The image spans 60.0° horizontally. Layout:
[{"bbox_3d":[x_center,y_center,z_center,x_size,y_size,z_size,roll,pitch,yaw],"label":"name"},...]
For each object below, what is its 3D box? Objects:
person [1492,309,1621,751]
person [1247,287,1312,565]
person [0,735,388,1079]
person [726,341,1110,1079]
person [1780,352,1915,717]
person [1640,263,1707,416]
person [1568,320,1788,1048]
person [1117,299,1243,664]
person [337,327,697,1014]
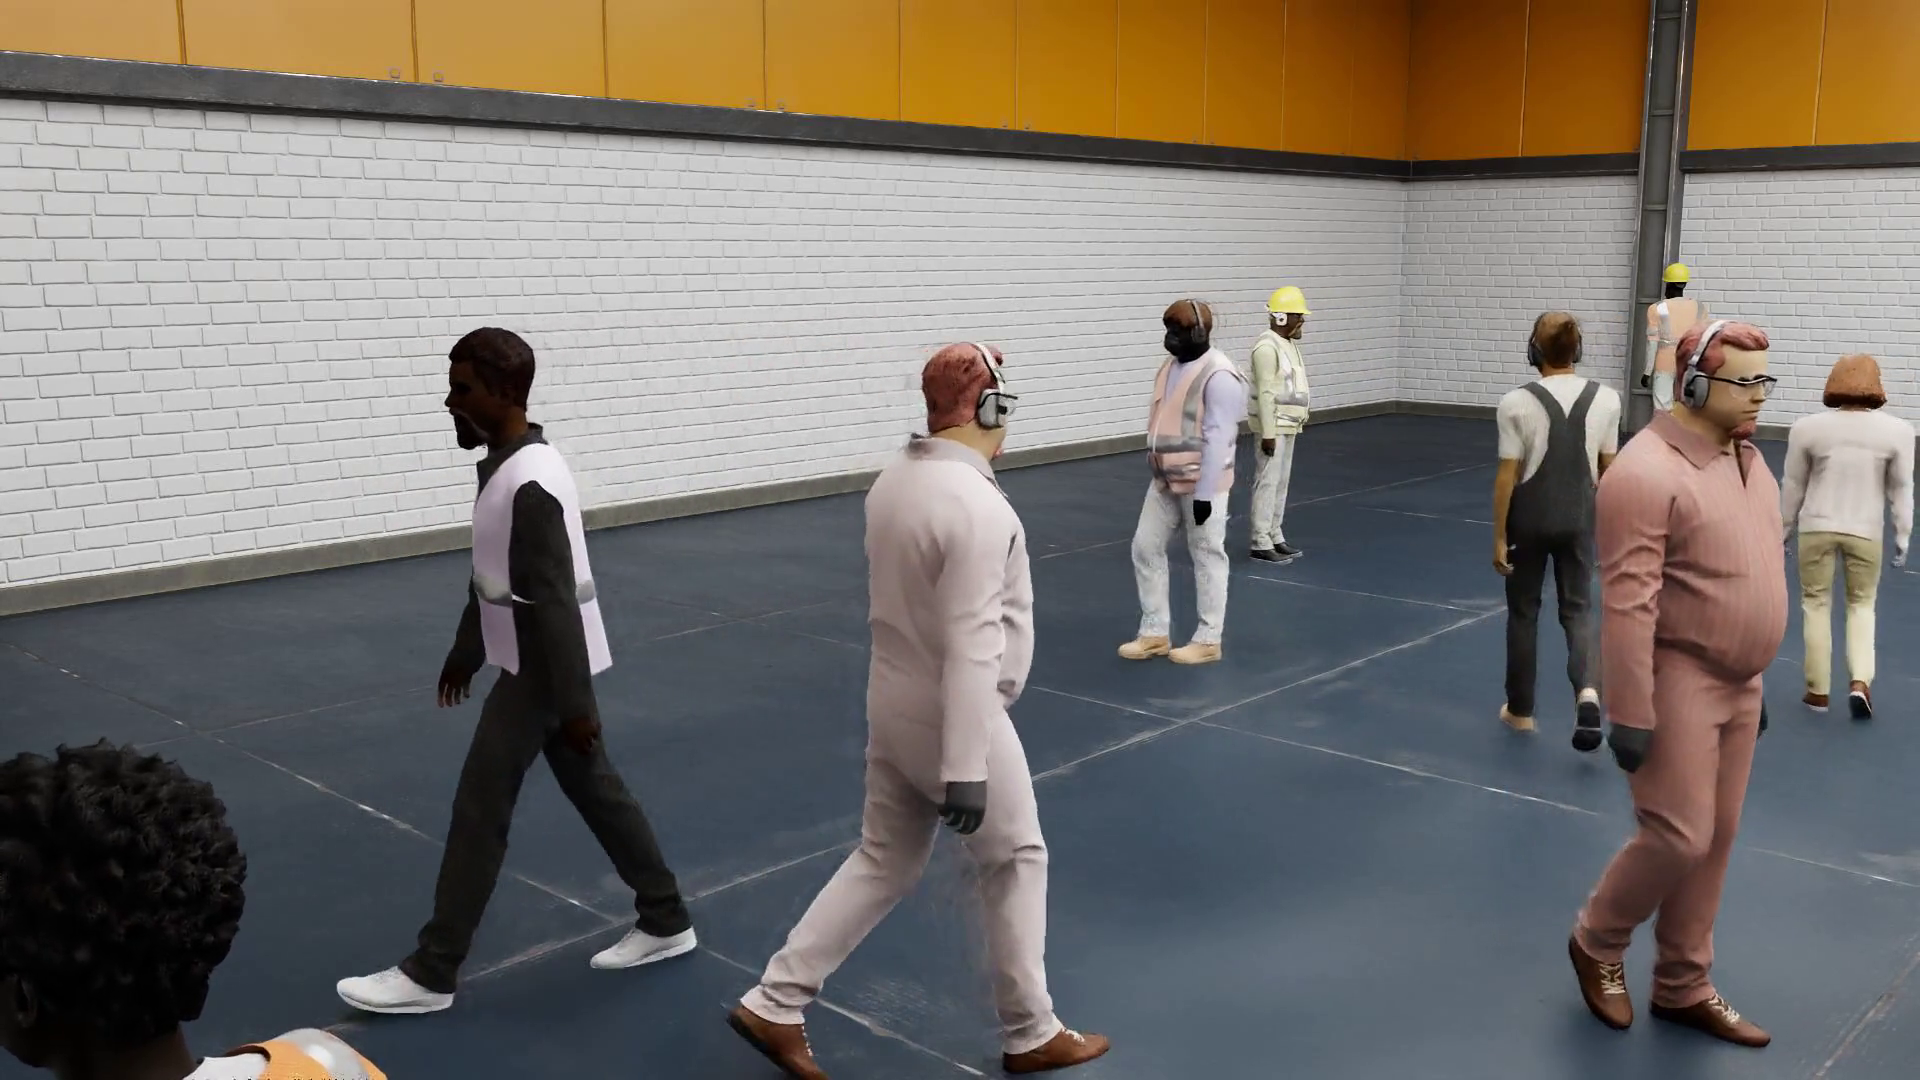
[{"bbox_3d":[2.462,-0.031,6.864,0.529,1.828,0.723,0,10,2],"label":"person"},{"bbox_3d":[2.110,-0.754,11.005,0.403,1.825,0.596,5,11,27],"label":"person"},{"bbox_3d":[-0.649,0.996,1.415,0.321,1.690,0.530,3,10,16],"label":"person"},{"bbox_3d":[-0.120,0.448,4.089,0.921,1.868,0.654,-4,11,-24],"label":"person"},{"bbox_3d":[3.919,-0.018,7.398,0.523,1.628,0.322,4,11,23],"label":"person"},{"bbox_3d":[6.754,-1.649,15.785,0.587,1.930,0.359,-2,10,-9],"label":"person"},{"bbox_3d":[1.888,0.383,4.324,0.650,1.897,0.496,-8,13,-37],"label":"person"},{"bbox_3d":[1.047,-0.266,8.209,0.657,1.821,0.661,-5,11,-24],"label":"person"},{"bbox_3d":[-1.202,0.351,4.589,0.994,1.867,0.598,-3,10,-16],"label":"person"}]
